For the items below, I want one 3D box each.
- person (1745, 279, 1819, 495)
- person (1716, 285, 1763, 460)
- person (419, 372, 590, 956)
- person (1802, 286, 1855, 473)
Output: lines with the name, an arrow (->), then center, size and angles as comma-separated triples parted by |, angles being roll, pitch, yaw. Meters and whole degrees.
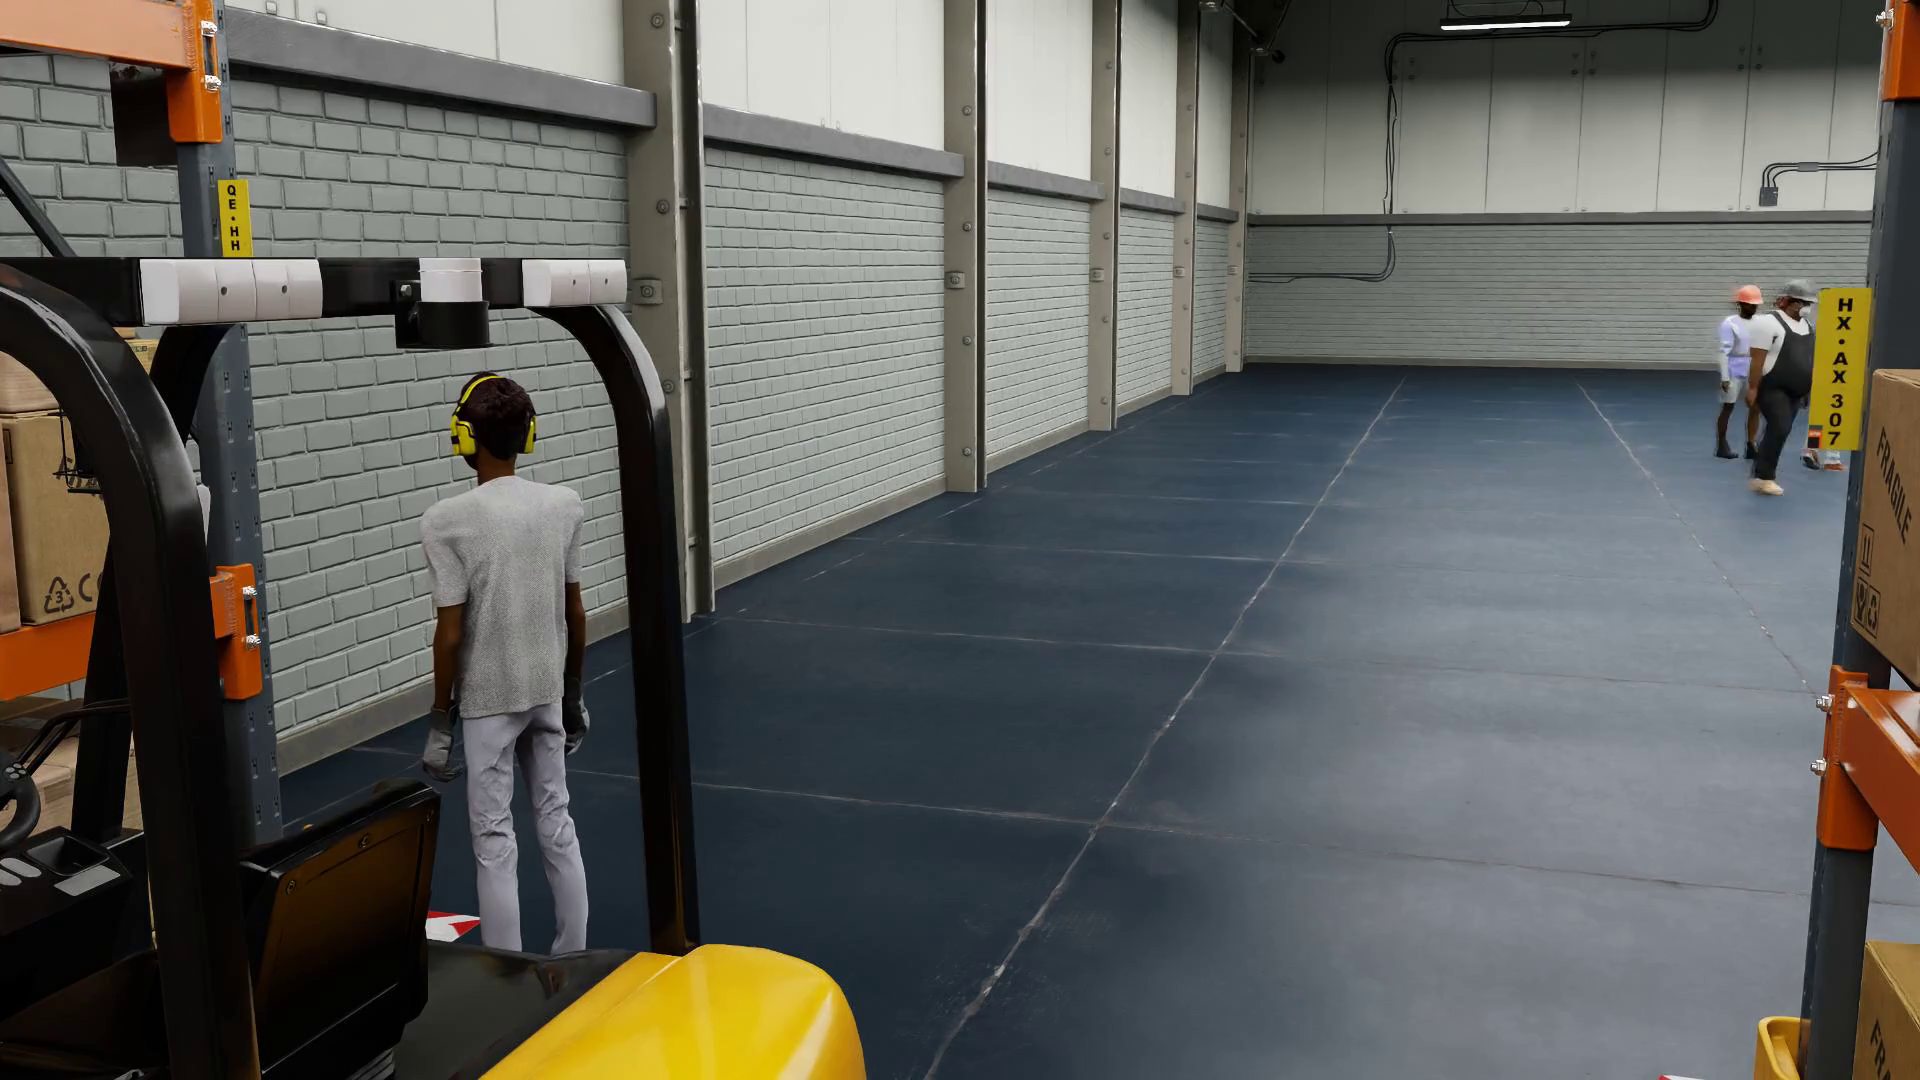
person -> 7.704, -1.432, 15.466 | 0.703, 2.000, 0.653 | -5, 11, -26
person -> 8.527, -1.803, 18.055 | 0.579, 1.903, 0.790 | -2, 10, -13
person -> -1.270, 0.467, 4.666 | 0.329, 1.872, 0.508 | 8, 13, 41
person -> 8.990, -1.636, 17.024 | 0.409, 1.919, 0.663 | -5, 11, -28
